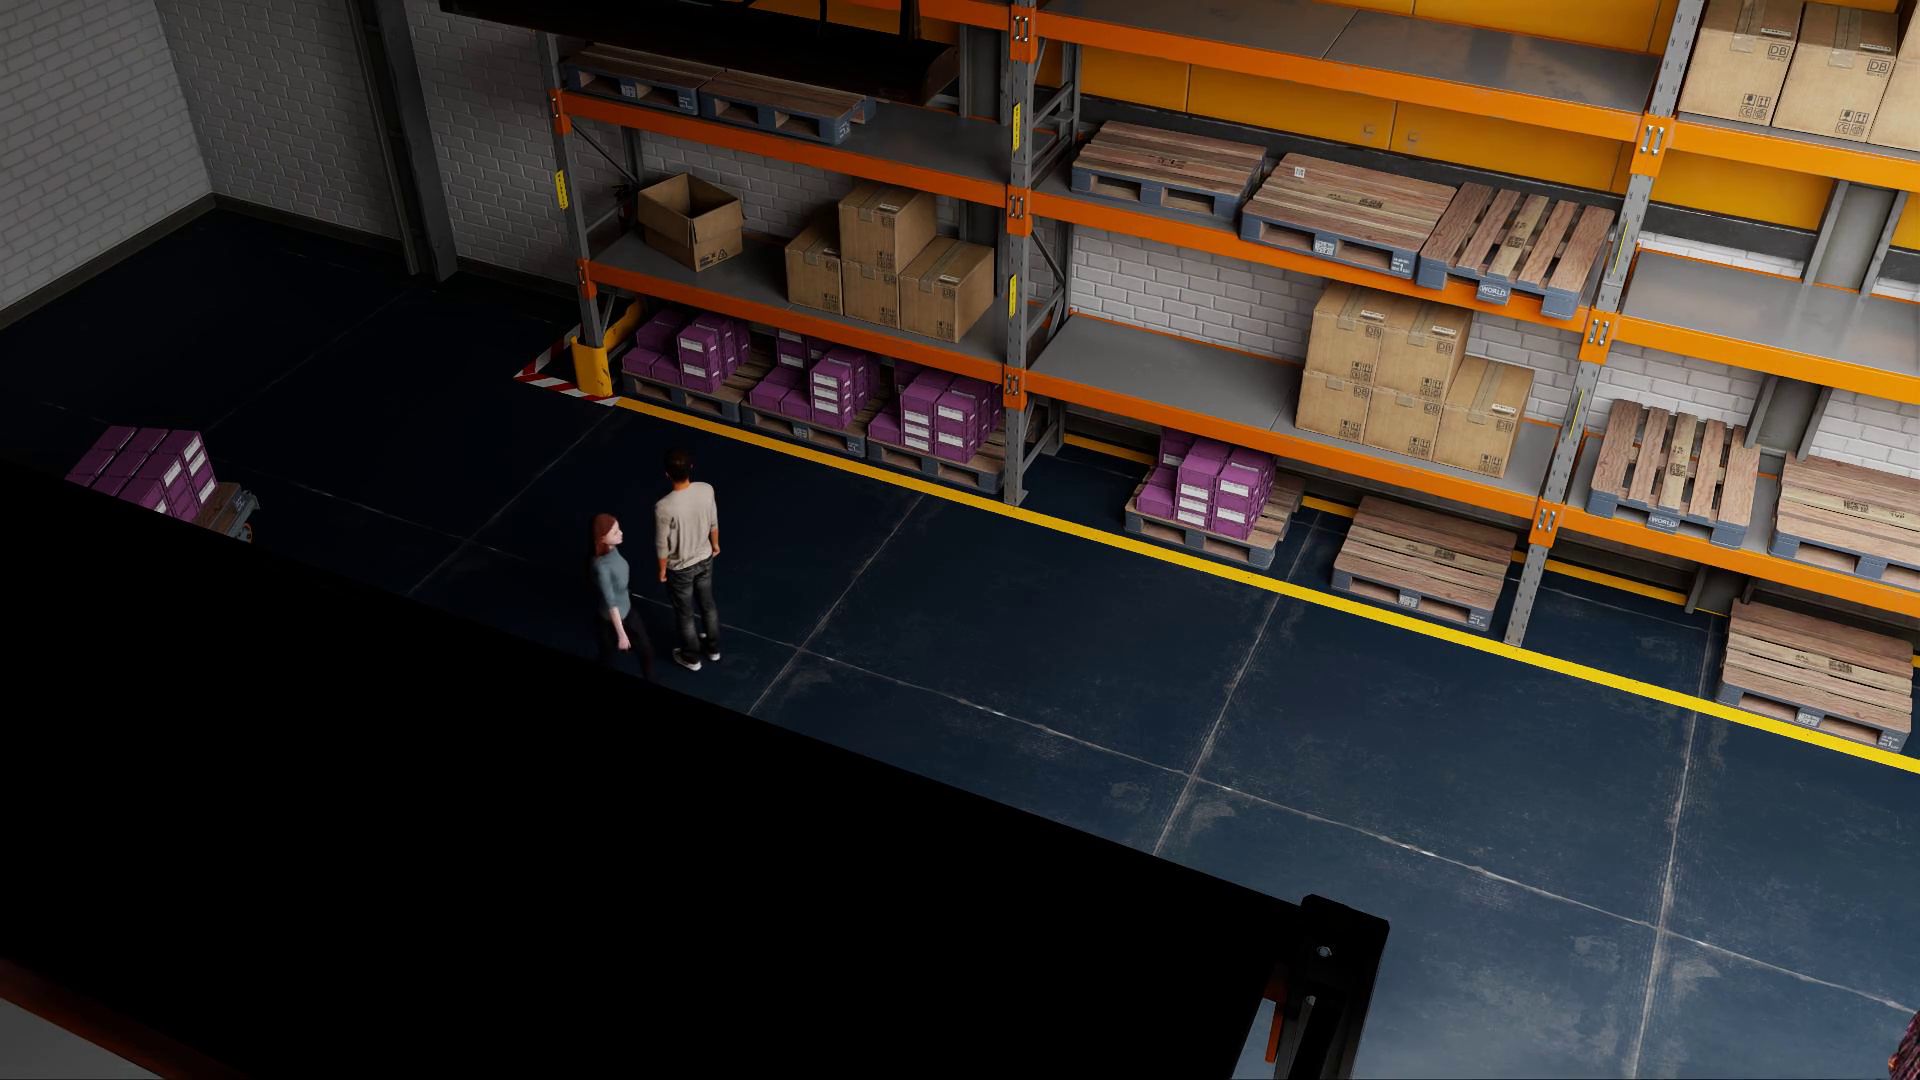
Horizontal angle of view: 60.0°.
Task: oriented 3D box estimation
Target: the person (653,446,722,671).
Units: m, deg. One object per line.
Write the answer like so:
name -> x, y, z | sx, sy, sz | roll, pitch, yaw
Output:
person -> -1.862, 0.145, 11.496 | 0.726, 1.806, 0.686 | -30, 48, -32
